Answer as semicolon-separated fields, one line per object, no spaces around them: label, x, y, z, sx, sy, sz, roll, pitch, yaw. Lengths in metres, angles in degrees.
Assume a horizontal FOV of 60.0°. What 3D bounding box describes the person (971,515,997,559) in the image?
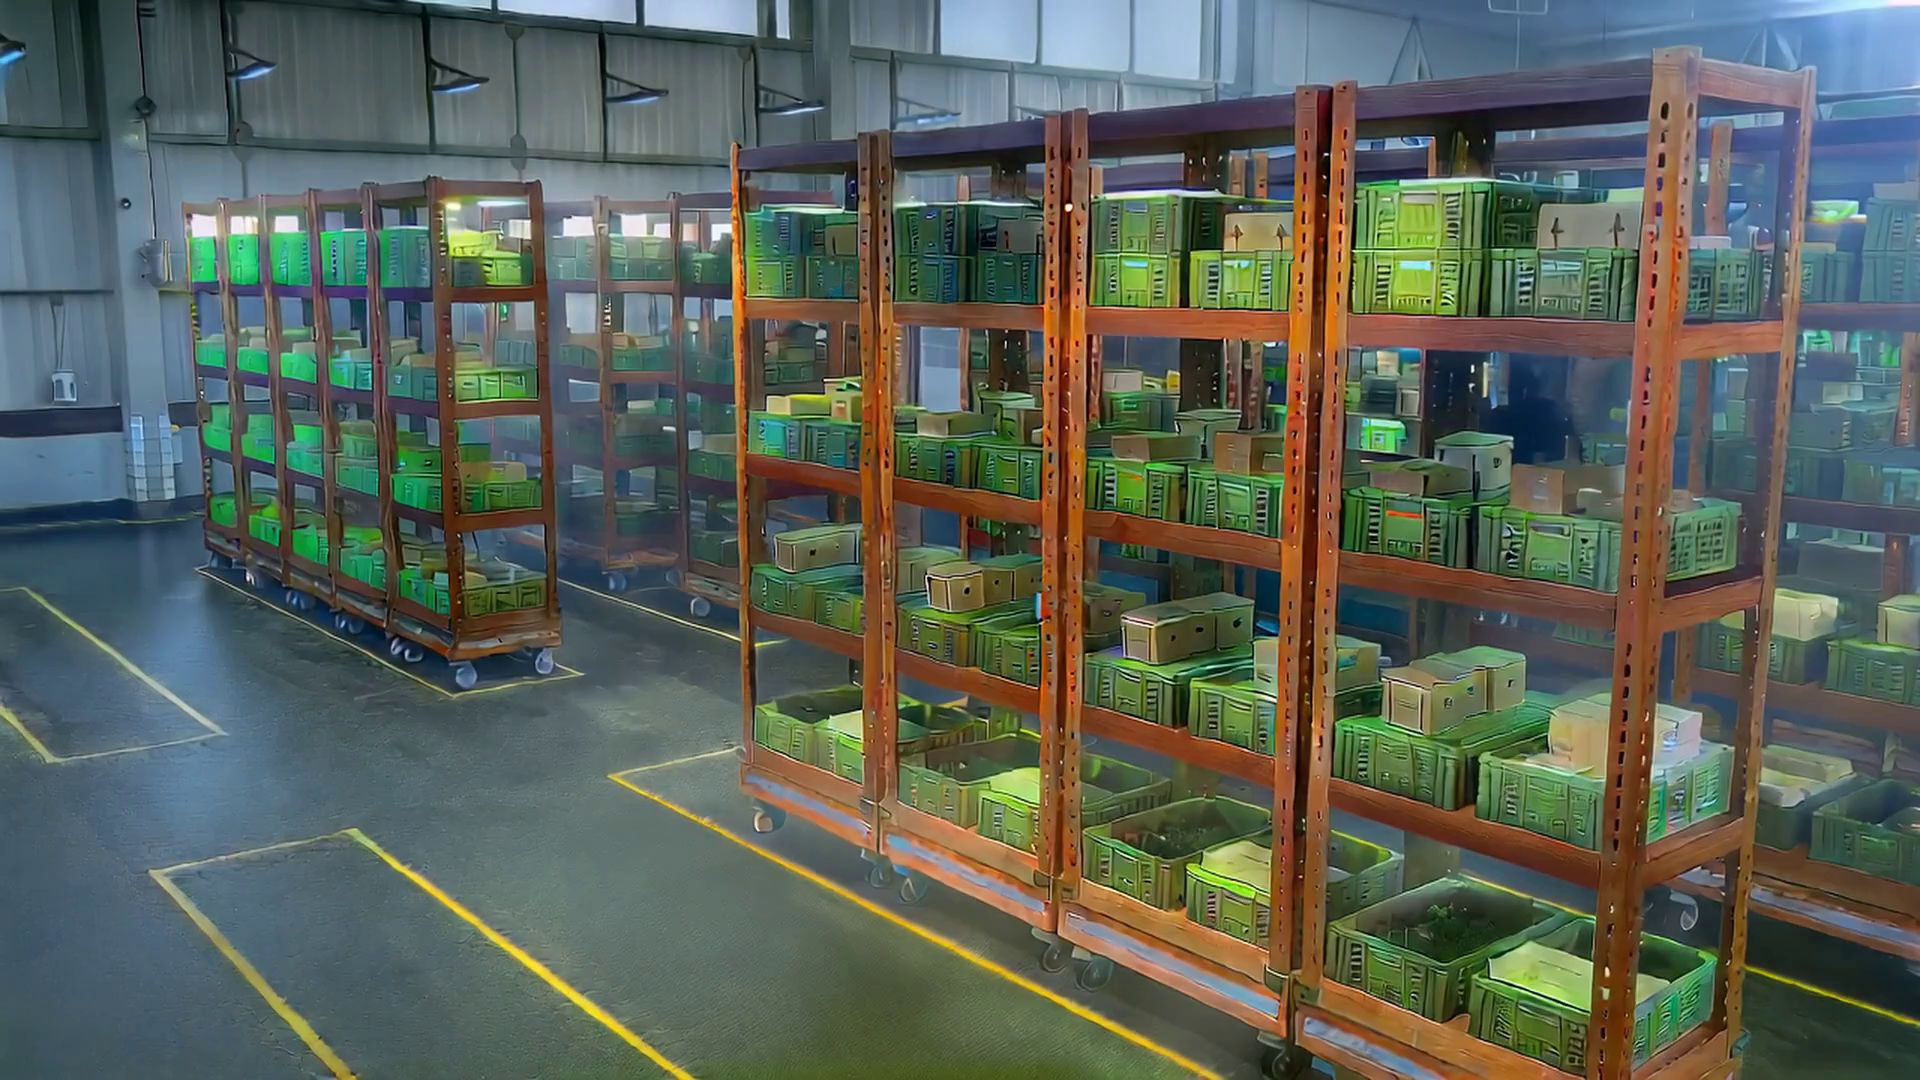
person;0.294;-0.042;12.987;0.602;1.830;0.404;-3;10;-19

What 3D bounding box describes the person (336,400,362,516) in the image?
person;-6.108;-0.691;16.901;0.389;1.837;0.560;-4;10;-21
